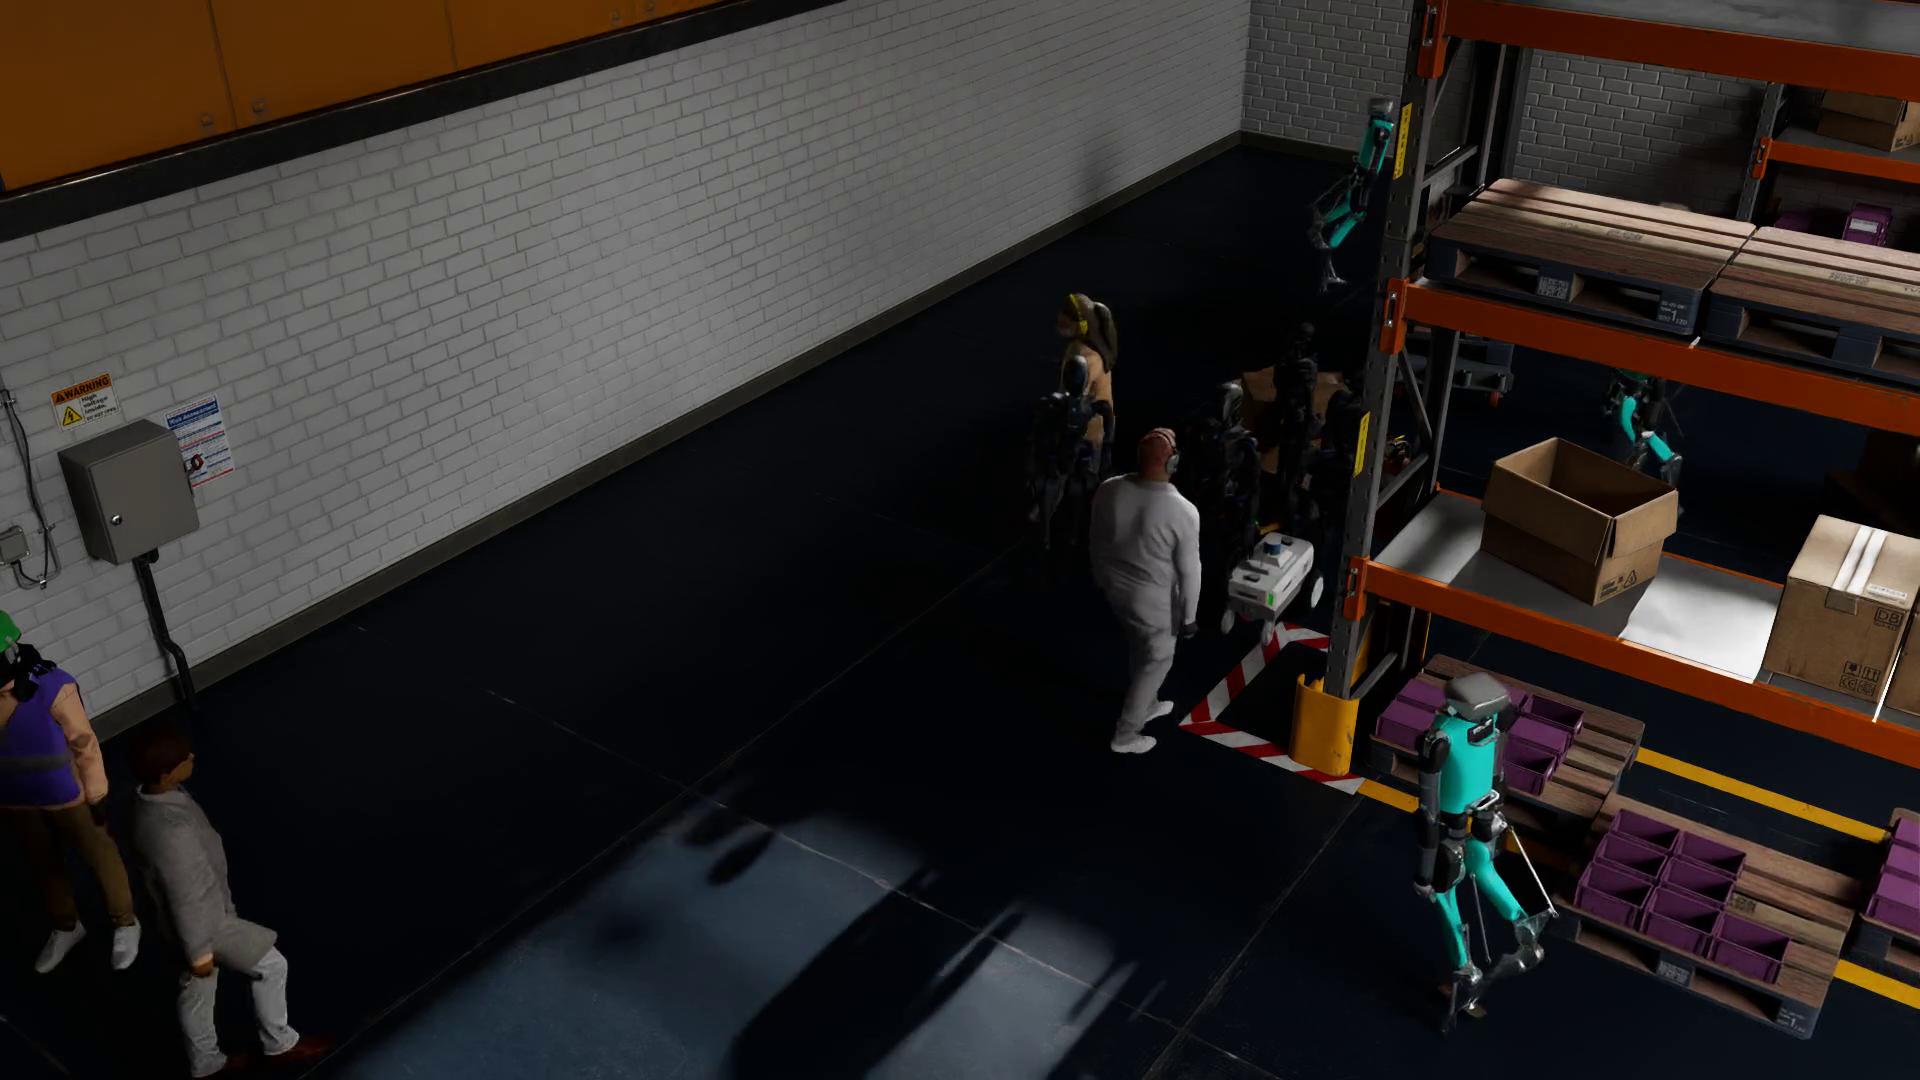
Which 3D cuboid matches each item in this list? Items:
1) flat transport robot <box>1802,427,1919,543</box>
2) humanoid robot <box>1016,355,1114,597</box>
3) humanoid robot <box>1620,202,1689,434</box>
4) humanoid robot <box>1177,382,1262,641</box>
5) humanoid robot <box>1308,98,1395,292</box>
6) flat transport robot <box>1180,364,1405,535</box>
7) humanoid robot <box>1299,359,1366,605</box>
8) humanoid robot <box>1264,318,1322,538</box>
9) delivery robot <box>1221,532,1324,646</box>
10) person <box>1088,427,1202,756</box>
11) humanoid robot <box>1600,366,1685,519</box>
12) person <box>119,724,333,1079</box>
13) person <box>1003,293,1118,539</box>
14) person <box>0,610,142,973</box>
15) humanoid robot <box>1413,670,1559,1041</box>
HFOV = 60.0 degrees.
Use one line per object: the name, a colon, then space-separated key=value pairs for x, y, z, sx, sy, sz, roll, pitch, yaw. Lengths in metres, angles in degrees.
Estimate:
flat transport robot: x=6.384 y=0.082 z=10.898 sx=1.431 sy=0.231 sz=0.659 roll=-2 pitch=30 yaw=-4
humanoid robot: x=0.648 y=-0.410 z=10.348 sx=0.595 sy=1.645 sz=0.443 roll=-1 pitch=30 yaw=-2
humanoid robot: x=5.085 y=-1.555 z=12.253 sx=0.551 sy=1.747 sz=0.968 roll=6 pitch=31 yaw=11
humanoid robot: x=1.539 y=-0.149 z=9.886 sx=0.373 sy=1.653 sz=0.587 roll=-26 pitch=39 yaw=-38
humanoid robot: x=3.419 y=-3.024 z=14.926 sx=0.752 sy=1.886 sz=0.544 roll=3 pitch=30 yaw=5
flat transport robot: x=2.365 y=-0.439 z=11.802 sx=1.431 sy=0.231 sz=0.659 roll=-23 pitch=37 yaw=-34
humanoid robot: x=2.339 y=-0.346 z=10.235 sx=0.347 sy=1.656 sz=0.601 roll=-9 pitch=31 yaw=-14
humanoid robot: x=2.180 y=-0.677 z=10.822 sx=0.337 sy=1.638 sz=0.601 roll=-5 pitch=30 yaw=-8
delivery robot: x=1.917 y=0.253 z=10.311 sx=0.499 sy=0.592 sz=0.791 roll=17 pitch=34 yaw=27
person: x=0.975 y=0.295 z=8.947 sx=0.678 sy=1.857 sz=0.659 roll=26 pitch=39 yaw=37
humanoid robot: x=4.726 y=-0.882 z=11.165 sx=0.850 sy=1.843 sz=0.546 roll=-8 pitch=31 yaw=-14
person: x=-3.052 y=1.504 z=6.881 sx=0.666 sy=1.812 sz=0.522 roll=-23 pitch=37 yaw=-34
person: x=0.728 y=-0.756 z=10.787 sx=0.939 sy=1.825 sz=0.589 roll=3 pitch=30 yaw=5
person: x=-4.092 y=1.116 z=7.440 sx=0.545 sy=1.929 sz=0.417 roll=-1 pitch=30 yaw=-2
humanoid robot: x=2.260 y=1.482 z=7.107 sx=0.548 sy=1.888 sz=0.733 roll=-21 pitch=36 yaw=-32
